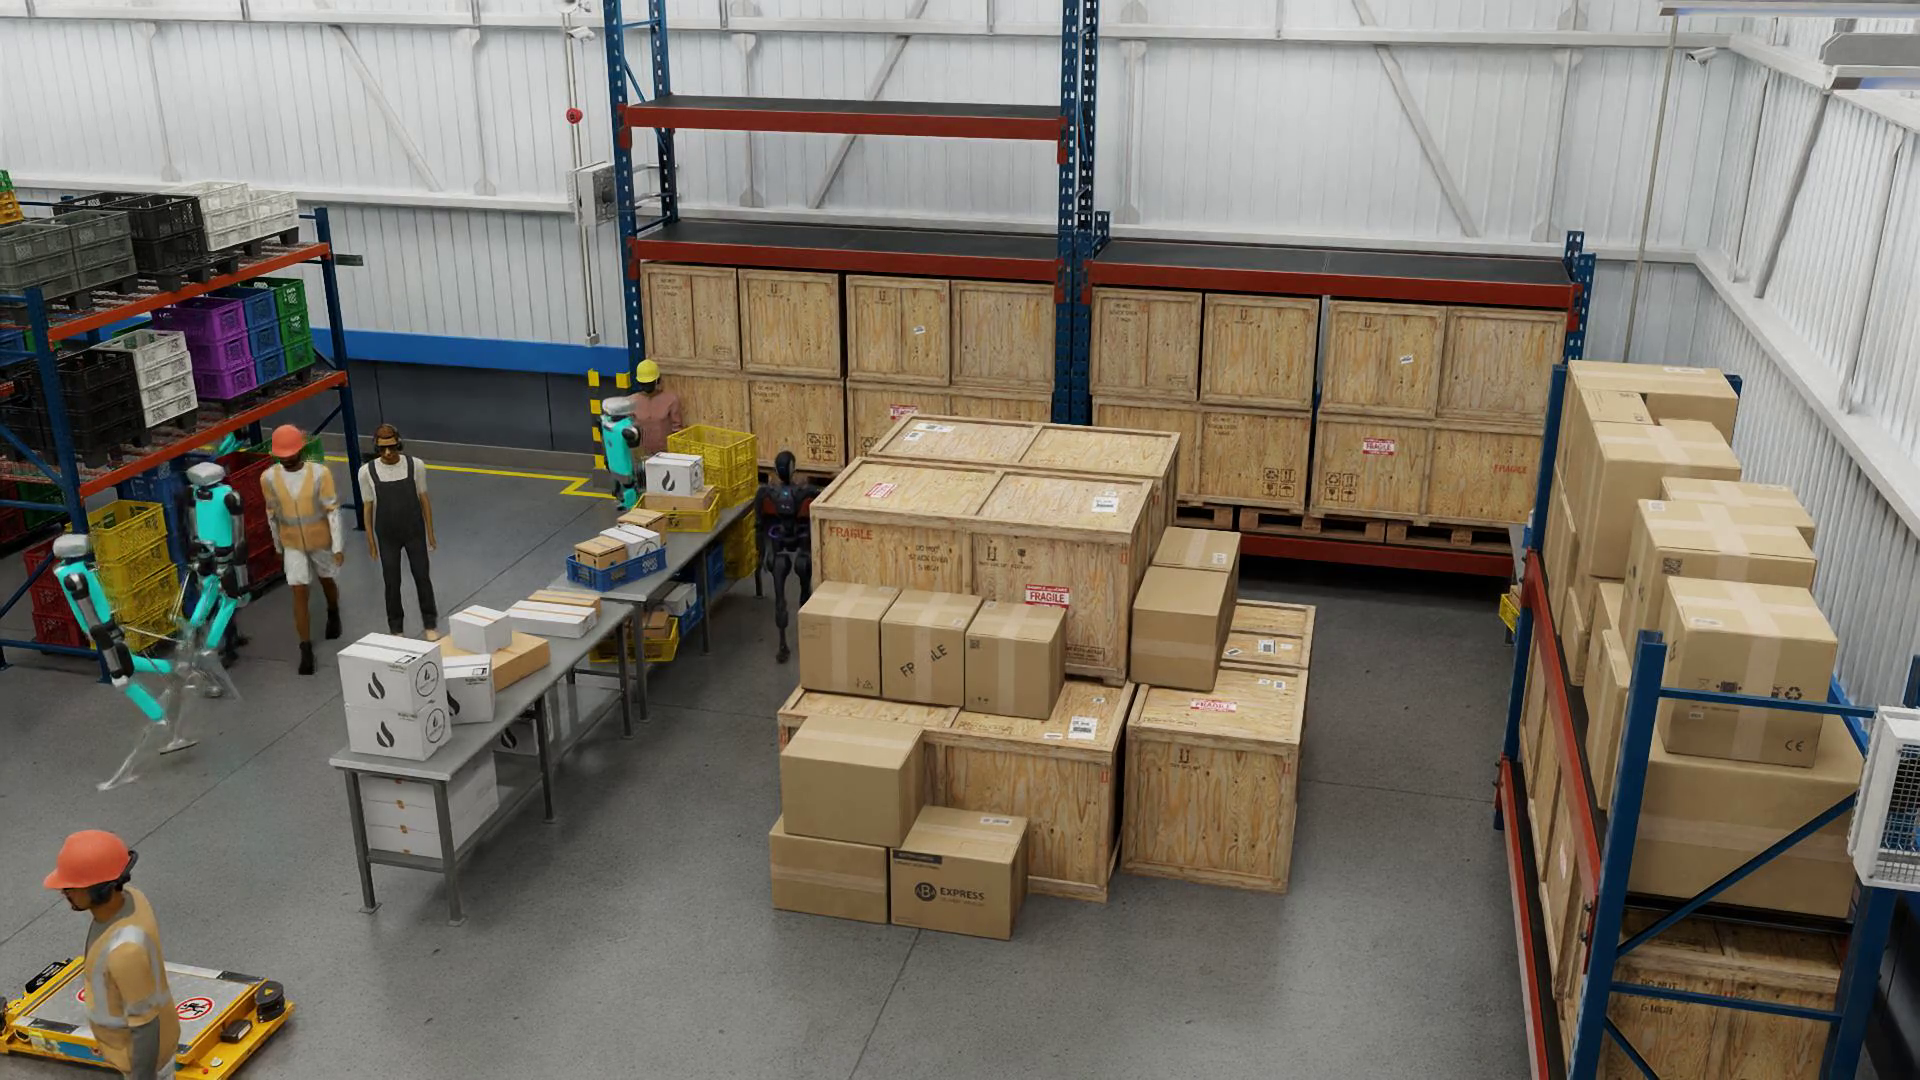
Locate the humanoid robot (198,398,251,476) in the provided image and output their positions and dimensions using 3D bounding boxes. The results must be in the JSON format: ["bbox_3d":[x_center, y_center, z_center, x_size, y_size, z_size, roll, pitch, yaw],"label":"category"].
[{"bbox_3d":[-7.057,-1.025,15.746,0.811,1.810,0.577,-12,24,-29],"label":"humanoid robot"}]

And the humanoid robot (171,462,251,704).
[{"bbox_3d":[-5.474,0.372,12.037,0.541,1.796,0.705,10,23,24],"label":"humanoid robot"}]

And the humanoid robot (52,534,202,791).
[{"bbox_3d":[-5.422,0.758,11.048,0.925,1.765,0.532,-11,24,-27],"label":"humanoid robot"}]

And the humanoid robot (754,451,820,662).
[{"bbox_3d":[-1.295,0.085,12.931,0.600,1.633,0.788,0,21,1],"label":"humanoid robot"}]

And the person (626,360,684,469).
[{"bbox_3d":[-2.742,-0.771,14.976,0.521,1.762,0.335,-2,21,-5],"label":"person"}]

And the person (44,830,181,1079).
[{"bbox_3d":[-3.483,2.124,7.005,0.374,2.045,0.604,-11,24,-27],"label":"person"}]

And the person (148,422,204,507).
[{"bbox_3d":[-7.505,-1.161,15.953,0.609,1.783,0.912,3,21,9],"label":"person"}]

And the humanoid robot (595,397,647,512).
[{"bbox_3d":[-2.614,-0.329,13.996,0.759,1.892,0.543,-19,28,-40],"label":"humanoid robot"}]

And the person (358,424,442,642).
[{"bbox_3d":[-4.356,-0.031,12.942,0.506,1.837,0.332,-9,23,-23],"label":"person"}]

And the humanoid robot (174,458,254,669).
[{"bbox_3d":[-5.659,0.149,12.684,0.612,1.643,0.471,6,22,14],"label":"humanoid robot"}]

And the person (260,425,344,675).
[{"bbox_3d":[-5.017,-0.003,12.791,0.558,1.885,0.990,-4,21,-11],"label":"person"}]

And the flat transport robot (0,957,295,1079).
[{"bbox_3d":[-4.270,2.464,8.601,1.431,0.231,0.659,5,22,13],"label":"flat transport robot"}]
